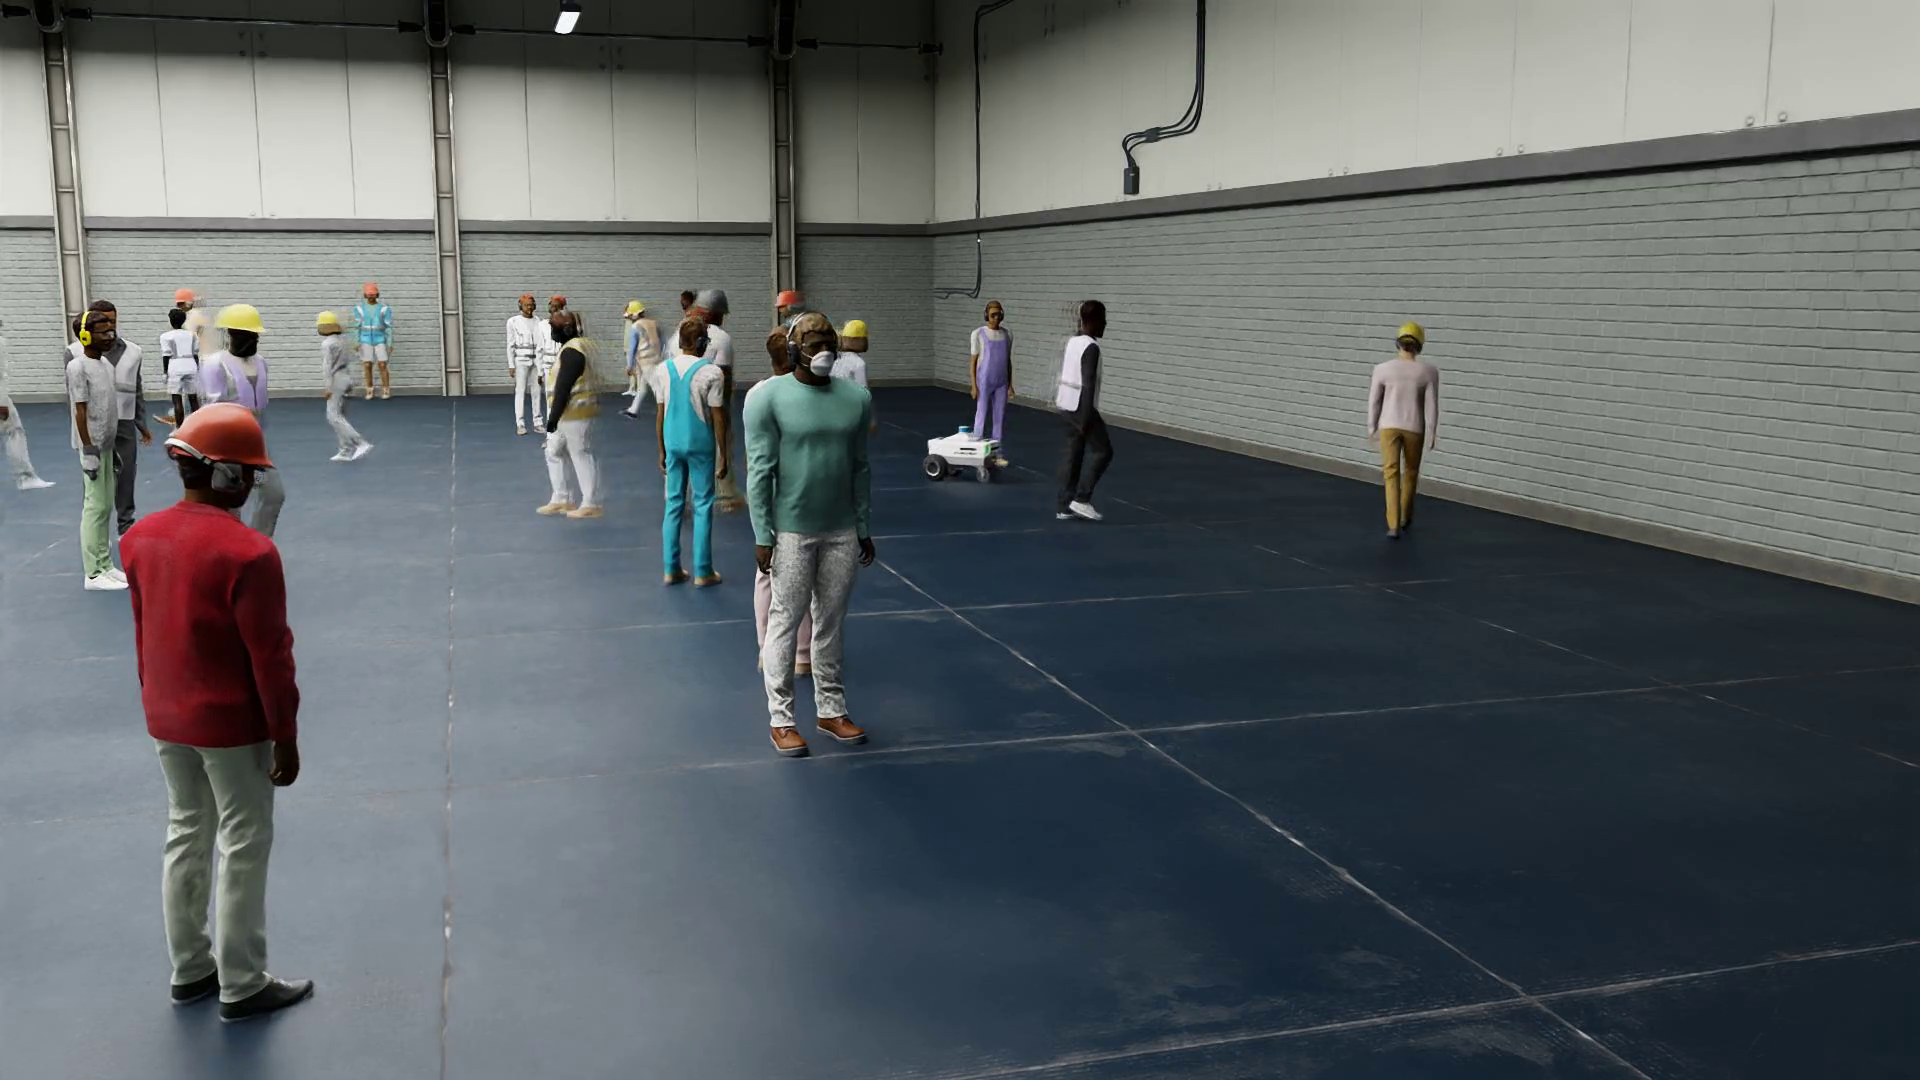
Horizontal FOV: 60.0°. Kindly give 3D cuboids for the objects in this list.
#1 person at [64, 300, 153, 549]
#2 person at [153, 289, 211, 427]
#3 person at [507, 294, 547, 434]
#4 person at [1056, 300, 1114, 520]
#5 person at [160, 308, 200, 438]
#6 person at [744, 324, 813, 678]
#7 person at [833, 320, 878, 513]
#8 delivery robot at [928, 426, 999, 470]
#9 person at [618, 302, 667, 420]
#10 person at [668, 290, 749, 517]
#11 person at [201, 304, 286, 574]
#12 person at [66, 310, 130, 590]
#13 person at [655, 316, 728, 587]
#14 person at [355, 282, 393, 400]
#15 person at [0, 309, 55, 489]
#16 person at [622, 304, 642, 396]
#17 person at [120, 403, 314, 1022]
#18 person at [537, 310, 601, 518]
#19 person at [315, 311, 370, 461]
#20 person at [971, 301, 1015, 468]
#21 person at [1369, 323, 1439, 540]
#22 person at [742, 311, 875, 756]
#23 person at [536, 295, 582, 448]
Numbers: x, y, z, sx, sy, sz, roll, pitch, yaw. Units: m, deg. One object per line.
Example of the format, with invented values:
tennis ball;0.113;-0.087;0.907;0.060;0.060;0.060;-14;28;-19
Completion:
person;-6.611;-0.890;12.941;0.416;1.928;0.626;6;11;35
person;-10.755;-2.520;23.190;1.035;1.933;0.612;-6;11;-32
person;-5.798;-2.364;22.385;0.584;1.882;0.344;-7;11;-38
person;1.082;-1.107;14.336;0.475;1.901;0.609;-2;9;-14
person;-10.250;-2.193;21.891;0.318;1.697;0.535;6;11;32
person;-0.898;-0.201;8.710;0.505;1.847;0.348;7;11;37
person;-0.886;-1.047;14.476;0.588;1.719;0.500;-5;10;-29
delivery robot;0.038;-0.929;17.161;0.707;0.478;0.477;4;10;23
person;-4.601;-2.609;24.387;1.007;1.747;0.597;4;10;23
person;-2.220;-1.218;14.576;0.809;2.000;0.987;6;11;32
person;-4.925;-0.666;11.482;0.576;1.902;0.606;3;10;21
person;-5.774;-0.602;11.186;0.328;1.873;0.519;-2;9;-11
person;-1.807;-0.588;11.233;0.518;1.835;0.350;3;9;17
person;-10.093;-3.416;28.633;0.622;2.035;0.411;-1;9;-9
person;-9.468;-1.388;16.212;0.603;1.876;0.965;5;10;30
person;-5.864;-3.399;29.782;0.278;1.634;0.498;-8;12;-41
person;-2.067;0.483;4.688;0.578;1.737;0.355;4;10;26
person;-3.457;-1.075;14.412;0.688;1.810;0.619;-2;9;-15
person;-7.024;-1.740;18.930;0.595;1.715;0.507;0;9;3
person;0.360;-1.714;18.362;0.517;1.843;0.326;-4;10;-24
person;3.587;-0.886;13.480;0.532;1.719;0.874;2;9;12
person;-0.645;-0.033;7.346;0.628;1.940;0.373;-7;11;-37
person;-4.929;-2.062;20.461;0.574;1.885;0.356;1;9;4
